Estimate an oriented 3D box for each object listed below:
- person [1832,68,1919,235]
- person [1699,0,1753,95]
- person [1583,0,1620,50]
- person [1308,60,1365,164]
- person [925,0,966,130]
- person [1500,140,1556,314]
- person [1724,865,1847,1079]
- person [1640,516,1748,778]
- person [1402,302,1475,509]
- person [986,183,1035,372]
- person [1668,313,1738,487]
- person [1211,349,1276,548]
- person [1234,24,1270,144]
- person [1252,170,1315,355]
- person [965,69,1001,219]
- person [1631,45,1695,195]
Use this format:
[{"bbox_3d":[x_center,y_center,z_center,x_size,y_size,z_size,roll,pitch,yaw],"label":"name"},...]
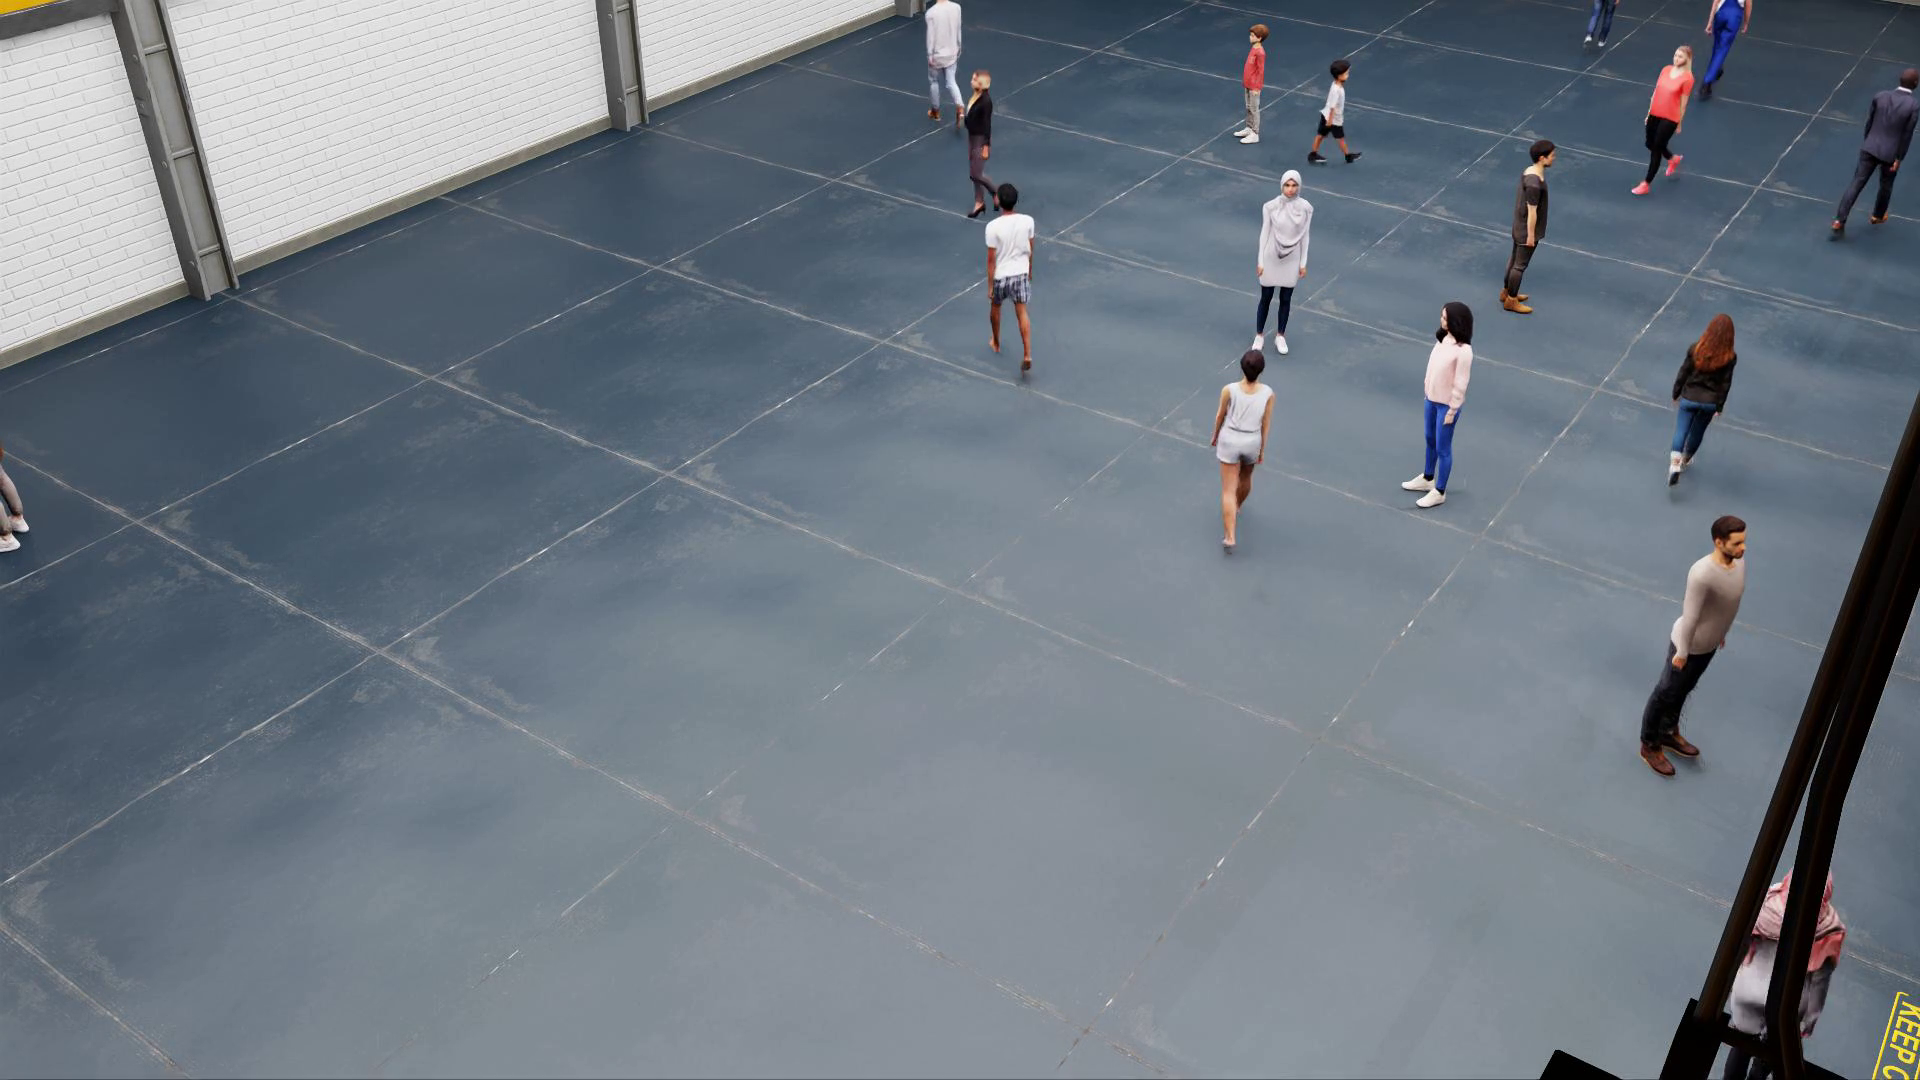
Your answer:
[{"bbox_3d":[9.785,-4.118,17.742,1.246,1.804,0.851,-27,42,-35],"label":"person"},{"bbox_3d":[9.937,-6.678,21.595,0.715,1.802,1.305,25,41,32],"label":"person"},{"bbox_3d":[9.032,-7.632,23.267,0.612,1.540,0.959,17,37,23],"label":"person"},{"bbox_3d":[4.336,-5.028,19.632,0.827,1.226,0.860,2,34,3],"label":"person"},{"bbox_3d":[-0.159,-5.991,20.547,1.175,1.818,1.088,-16,37,-23],"label":"person"},{"bbox_3d":[5.544,-3.082,16.261,0.764,1.718,0.645,5,34,7],"label":"person"},{"bbox_3d":[3.952,2.284,8.120,0.656,1.794,0.645,18,38,25],"label":"person"},{"bbox_3d":[4.654,0.634,10.535,0.615,1.868,0.777,-23,40,-31],"label":"person"},{"bbox_3d":[3.848,-1.087,13.213,0.775,1.769,0.712,-6,34,-9],"label":"person"},{"bbox_3d":[0.487,-2.372,15.207,1.081,1.702,1.126,-6,34,-9],"label":"person"},{"bbox_3d":[6.018,-1.117,13.535,0.653,1.463,0.916,15,36,21],"label":"person"},{"bbox_3d":[2.152,-0.684,12.783,0.950,1.574,1.133,2,34,3],"label":"person"},{"bbox_3d":[3.587,-5.572,20.279,0.654,1.417,0.593,-6,34,-8],"label":"person"},{"bbox_3d":[2.990,-2.589,15.468,0.688,1.775,0.691,3,34,5],"label":"person"},{"bbox_3d":[0.301,-4.312,18.158,0.833,1.665,0.772,-11,35,-16],"label":"person"},{"bbox_3d":[8.042,-4.771,18.837,1.098,1.678,0.914,-15,36,-21],"label":"person"}]
